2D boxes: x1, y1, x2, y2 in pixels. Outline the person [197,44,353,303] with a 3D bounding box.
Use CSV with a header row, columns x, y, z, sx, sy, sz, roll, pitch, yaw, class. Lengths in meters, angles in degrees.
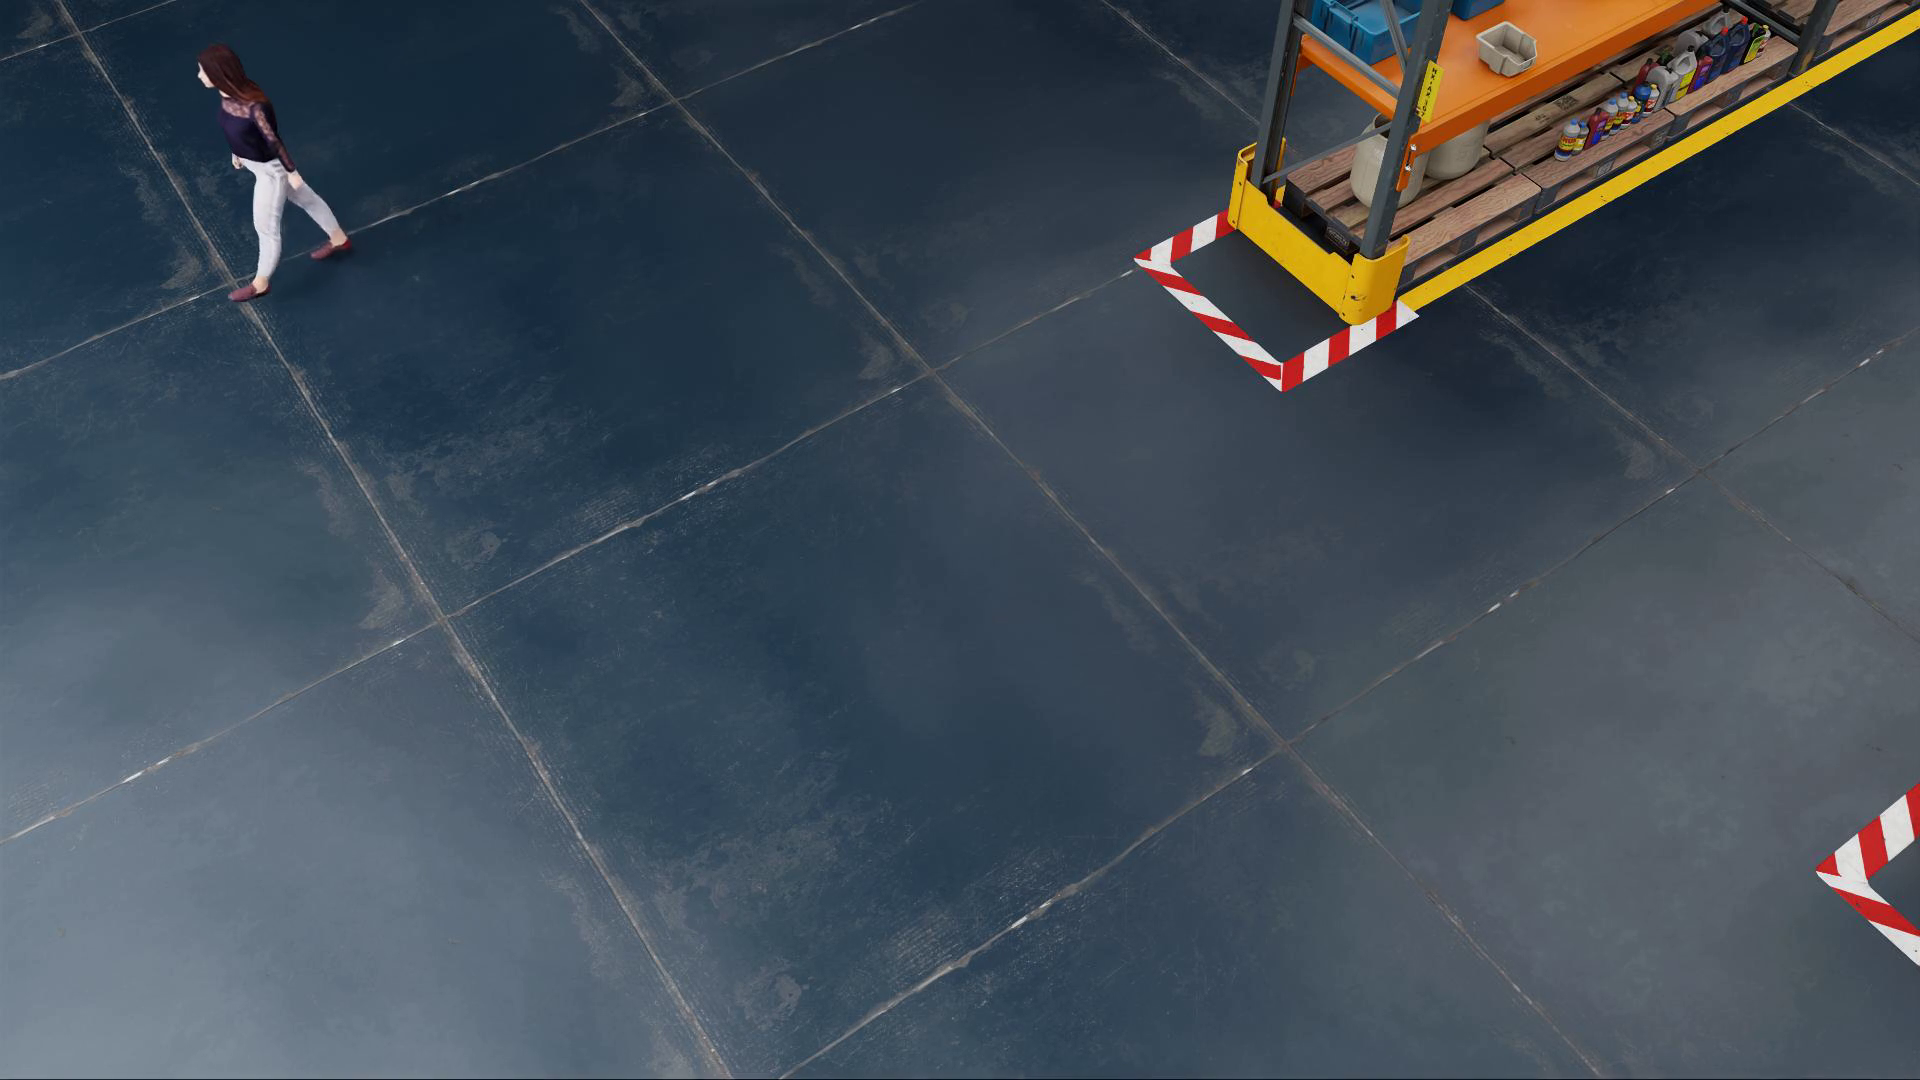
x,y,z,sx,sy,sz,roll,pitch,yaw,class
-3.837,-2.119,9.379,1.012,1.564,0.638,-33,59,-23,person
